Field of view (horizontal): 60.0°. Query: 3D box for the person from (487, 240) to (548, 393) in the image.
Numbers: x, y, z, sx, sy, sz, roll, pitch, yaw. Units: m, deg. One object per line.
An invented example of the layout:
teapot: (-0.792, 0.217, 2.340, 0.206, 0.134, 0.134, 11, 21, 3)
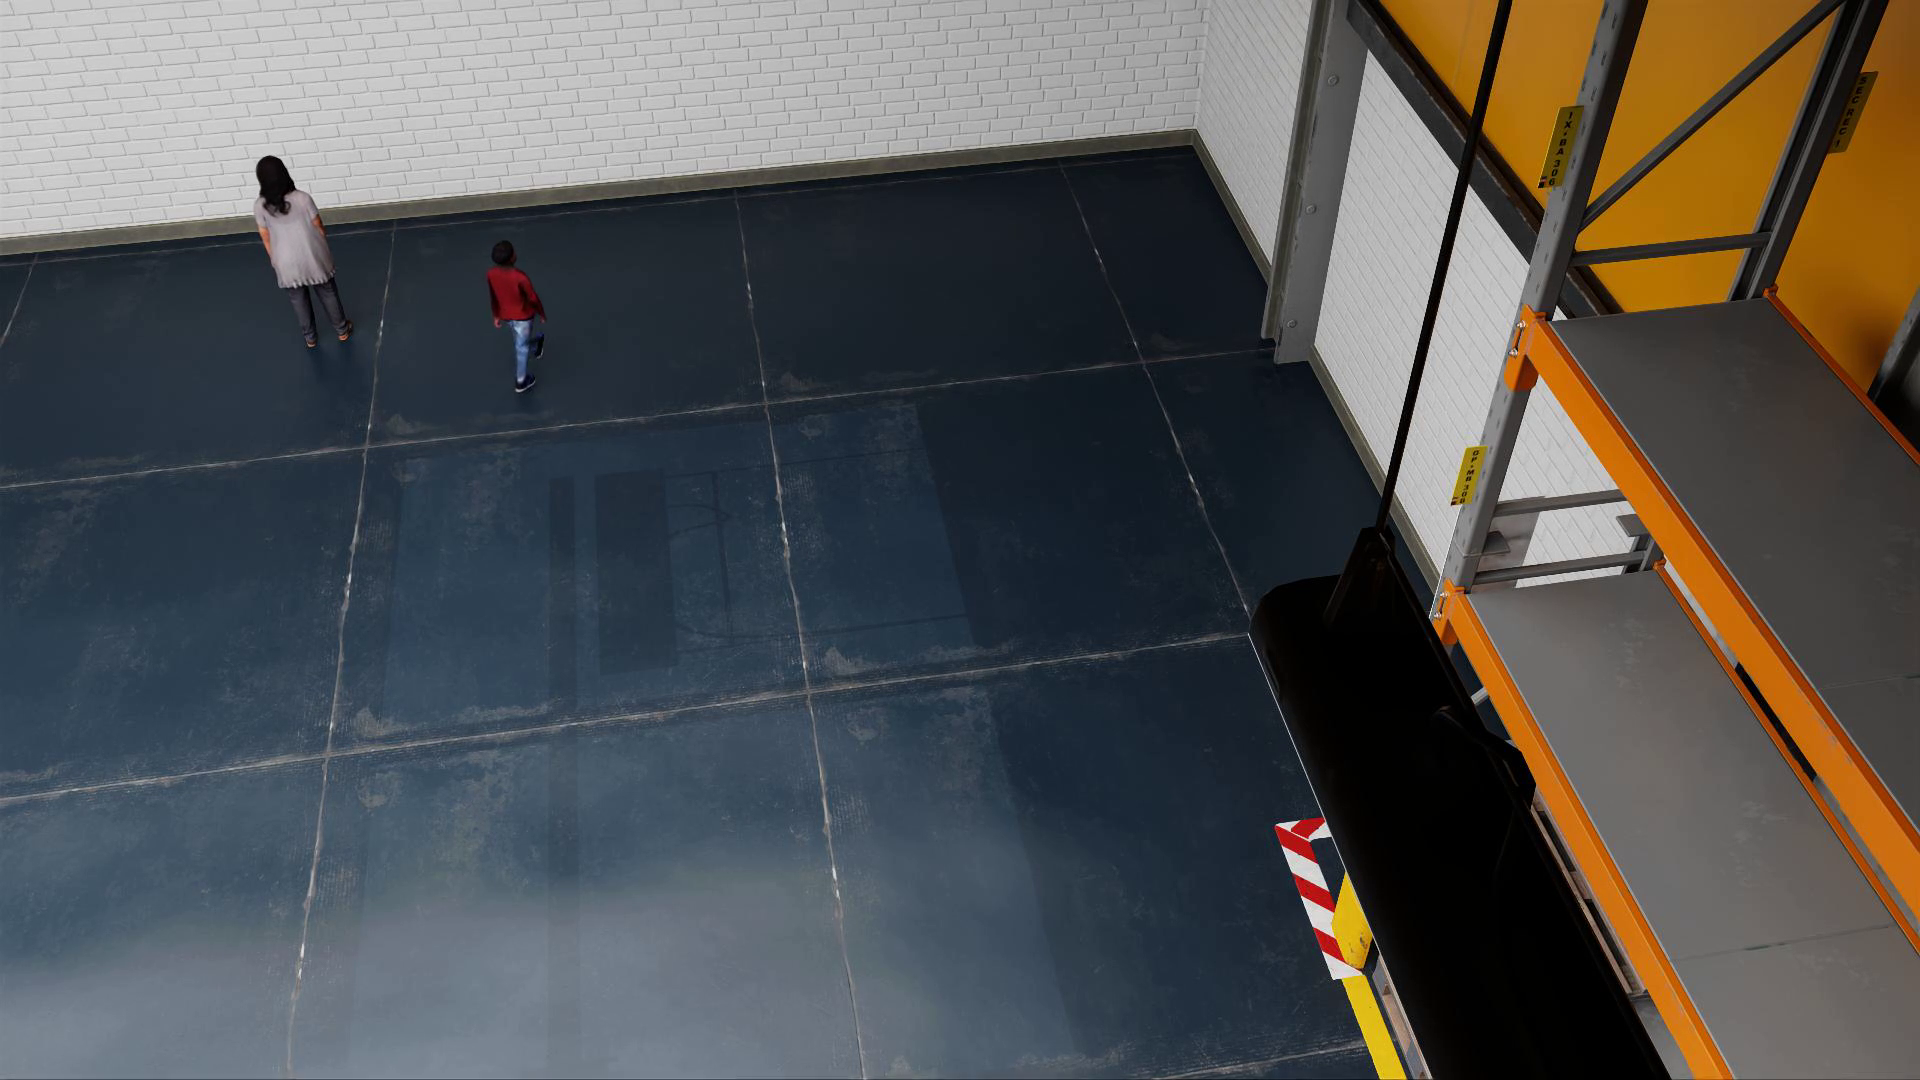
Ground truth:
person: (-3.386, -1.676, 12.604, 0.751, 1.230, 0.925, 12, 45, 12)

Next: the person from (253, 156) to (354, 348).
person: (-5.130, -2.234, 12.910, 0.668, 1.614, 0.691, -13, 45, -13)
